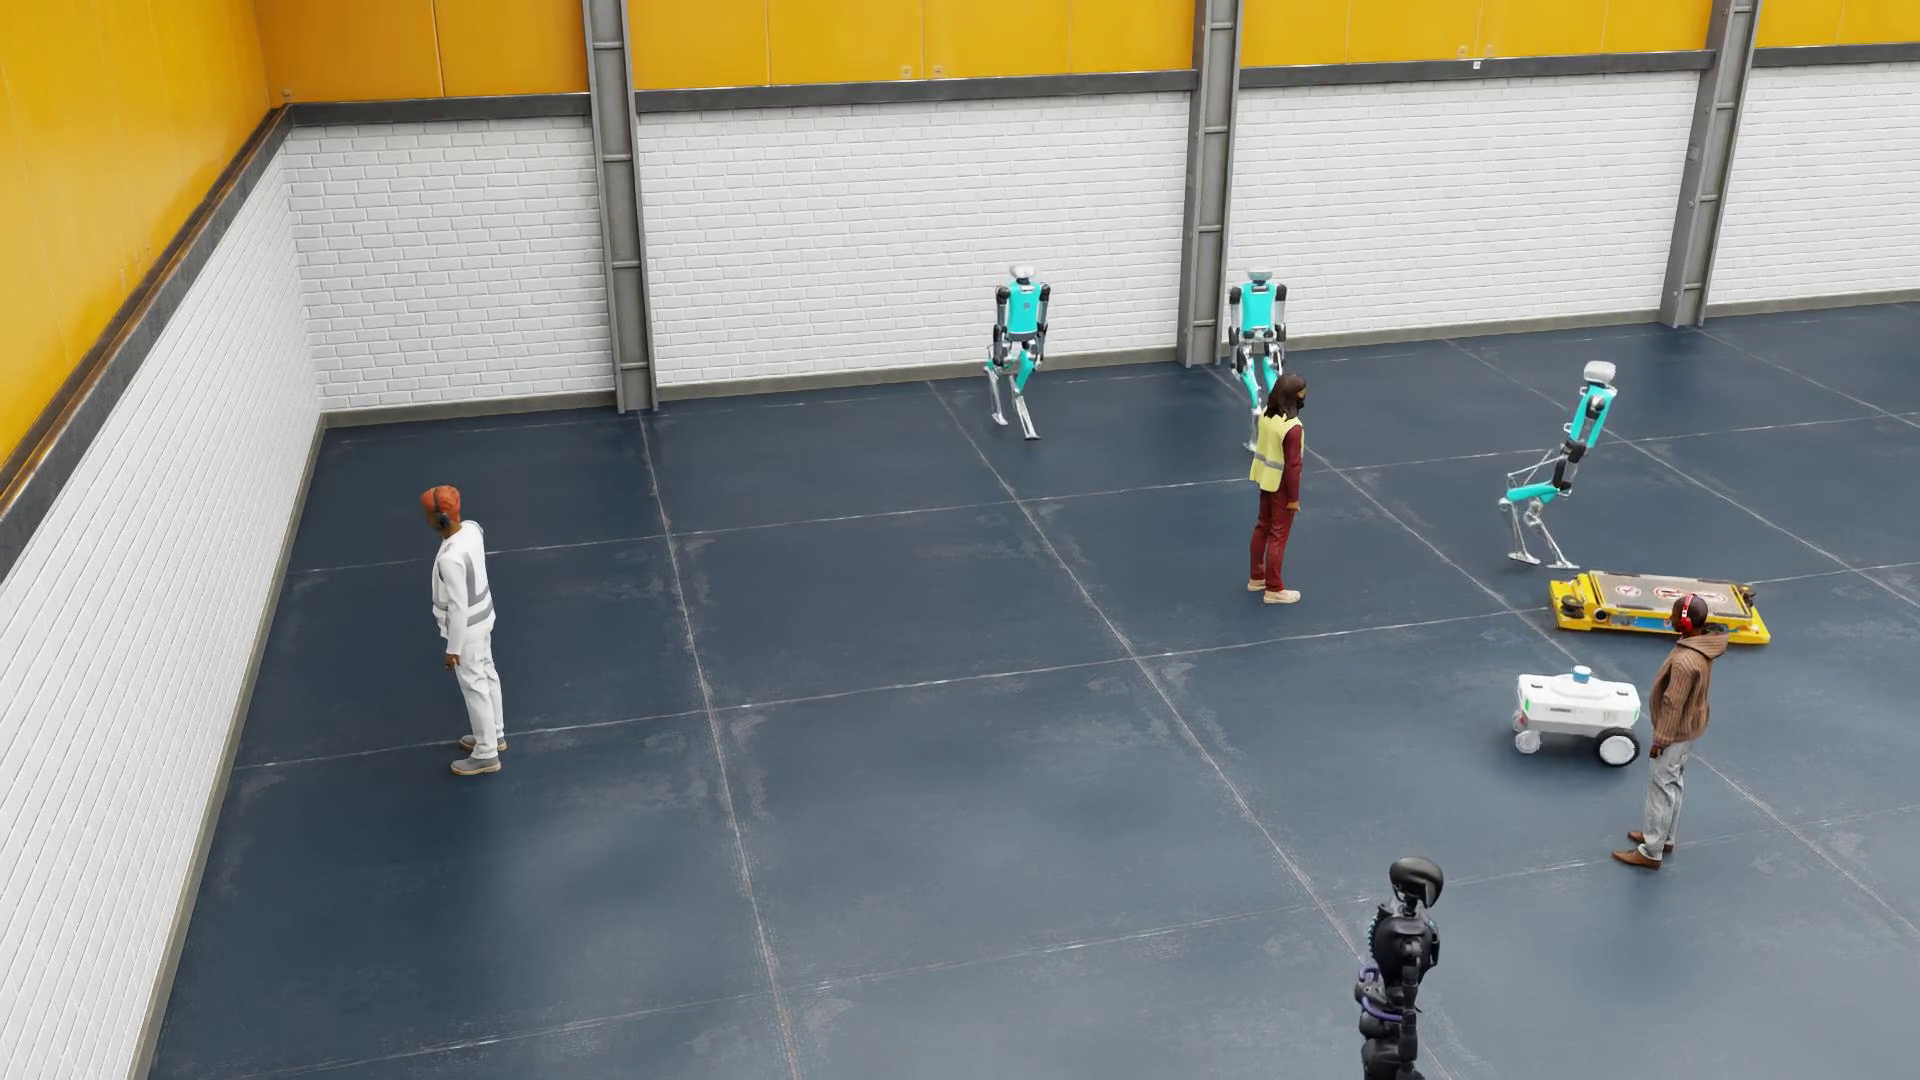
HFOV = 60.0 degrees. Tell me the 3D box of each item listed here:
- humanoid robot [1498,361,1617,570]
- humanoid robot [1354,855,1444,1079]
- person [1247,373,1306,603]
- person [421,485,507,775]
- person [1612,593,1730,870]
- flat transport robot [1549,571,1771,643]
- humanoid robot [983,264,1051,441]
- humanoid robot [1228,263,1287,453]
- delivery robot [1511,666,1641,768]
[{"bbox_3d":[4.499,-0.550,12.790,0.815,1.766,0.534,10,26,22],"label":"humanoid robot"},{"bbox_3d":[1.878,2.037,7.004,0.656,1.636,0.591,3,24,7],"label":"humanoid robot"},{"bbox_3d":[2.357,-0.388,12.379,0.360,1.767,0.476,-8,25,-18],"label":"person"},{"bbox_3d":[-3.019,0.538,10.132,0.354,1.887,0.573,-1,24,-2],"label":"person"},{"bbox_3d":[3.970,1.060,9.248,0.345,1.640,0.470,15,28,30],"label":"person"},{"bbox_3d":[5.133,0.492,12.243,1.431,0.231,0.659,5,24,10],"label":"flat transport robot"},{"bbox_3d":[0.487,-1.780,15.624,0.539,1.749,1.061,-9,25,-19],"label":"humanoid robot"},{"bbox_3d":[2.734,-1.591,15.051,0.542,1.713,0.745,-3,24,-6],"label":"humanoid robot"},{"bbox_3d":[3.914,1.079,10.537,0.768,0.581,0.499,4,24,10],"label":"delivery robot"}]
